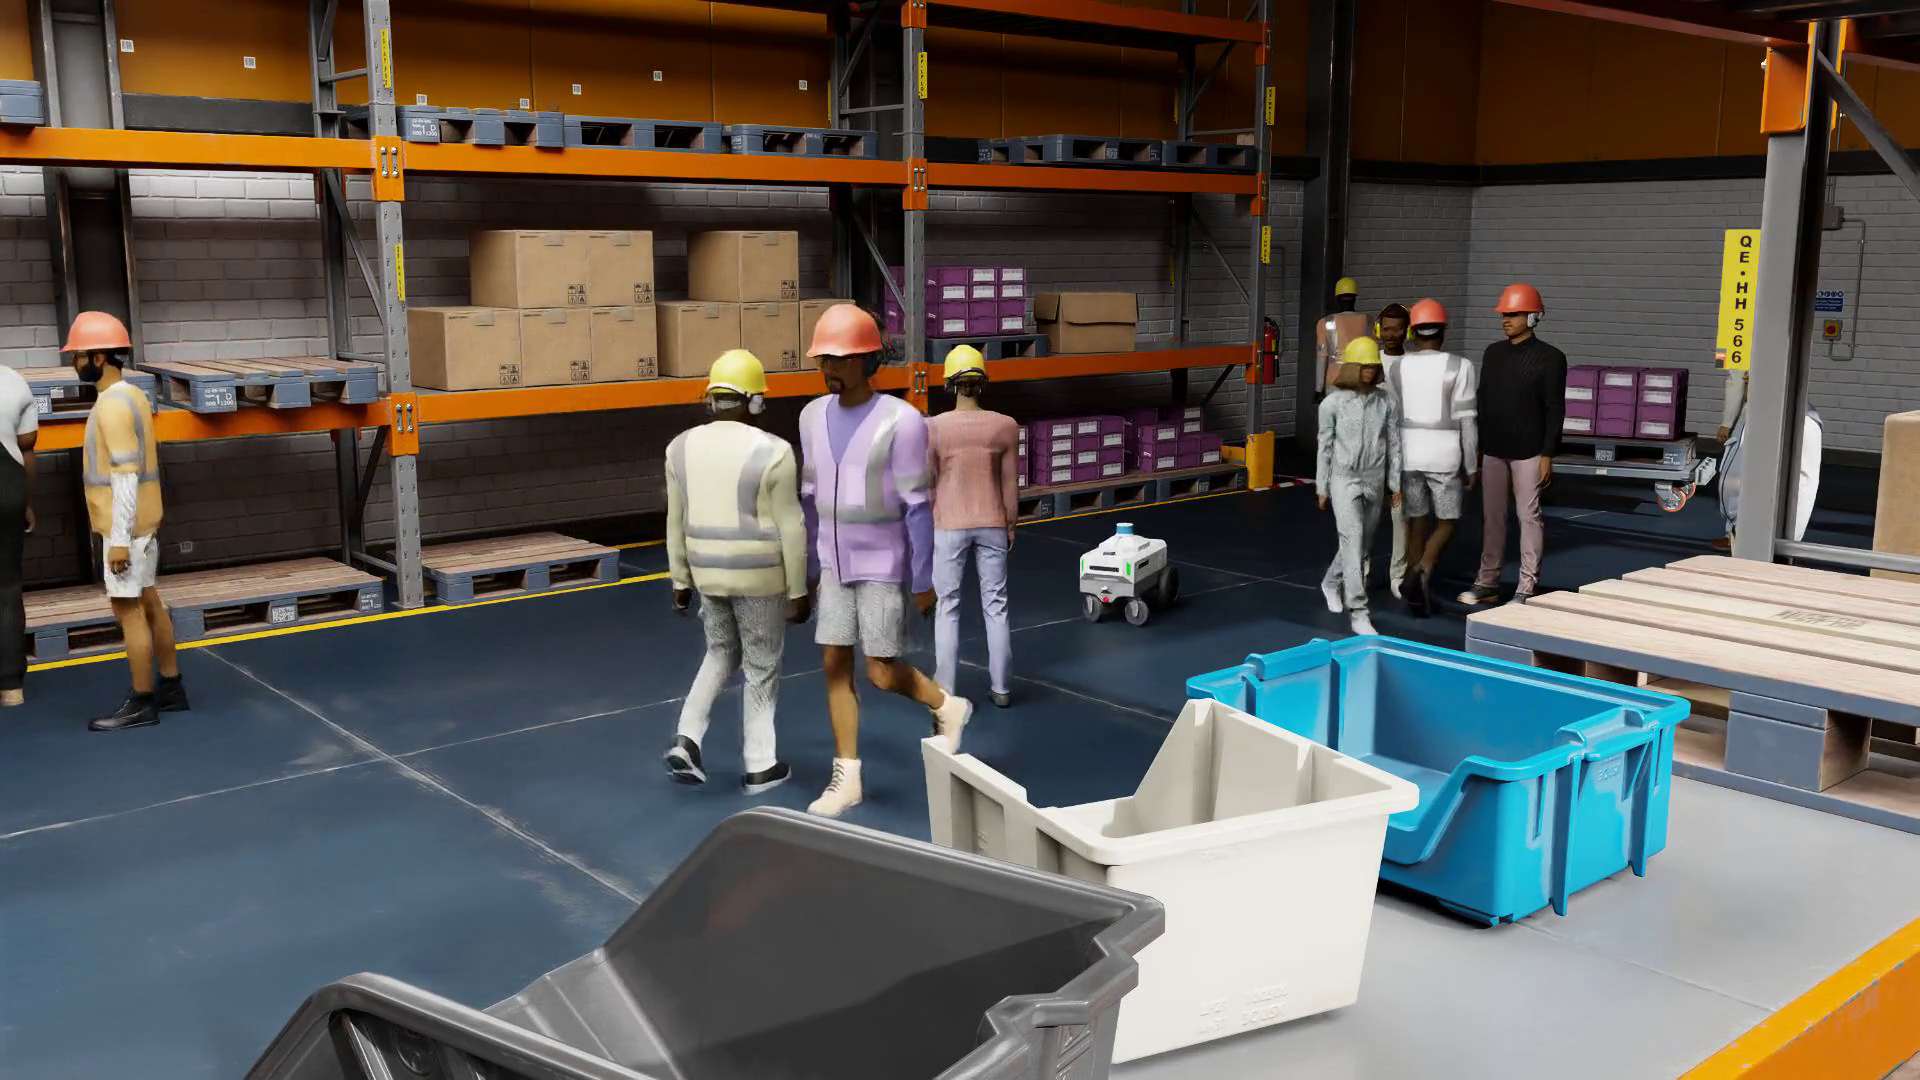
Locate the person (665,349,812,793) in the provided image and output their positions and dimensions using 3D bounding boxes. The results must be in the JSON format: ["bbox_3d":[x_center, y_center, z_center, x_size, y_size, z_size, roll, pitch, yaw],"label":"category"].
[{"bbox_3d":[-0.898,0.147,6.684,0.606,1.816,0.476,5,11,28],"label":"person"}]

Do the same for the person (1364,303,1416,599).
[{"bbox_3d":[2.707,-0.554,10.487,0.530,1.864,0.313,2,10,11],"label":"person"}]

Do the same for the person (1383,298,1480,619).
[{"bbox_3d":[2.736,-0.457,9.780,0.593,1.919,0.625,7,12,35],"label":"person"}]

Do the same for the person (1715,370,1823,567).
[{"bbox_3d":[3.792,-0.071,7.870,0.404,1.829,0.600,0,10,1],"label":"person"}]

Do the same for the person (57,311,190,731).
[{"bbox_3d":[-3.887,-0.086,7.680,0.376,1.935,0.552,-3,11,-18],"label":"person"}]

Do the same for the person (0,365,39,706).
[{"bbox_3d":[-4.745,-0.177,7.880,0.535,2.000,0.694,8,13,38],"label":"person"}]

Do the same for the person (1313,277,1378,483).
[{"bbox_3d":[3.535,-1.445,15.310,0.589,1.924,0.384,-1,10,-8],"label":"person"}]

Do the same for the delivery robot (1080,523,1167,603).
[{"bbox_3d":[0.987,0.141,10.000,0.477,0.478,0.707,5,11,25],"label":"delivery robot"}]

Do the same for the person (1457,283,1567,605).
[{"bbox_3d":[3.364,-0.555,10.124,0.379,1.996,0.608,-7,12,-34],"label":"person"}]

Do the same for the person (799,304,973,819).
[{"bbox_3d":[-0.307,0.072,6.577,0.621,2.022,0.742,8,13,37],"label":"person"}]

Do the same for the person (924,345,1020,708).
[{"bbox_3d":[0.028,-0.054,7.994,0.523,1.759,0.351,-3,10,-15],"label":"person"}]

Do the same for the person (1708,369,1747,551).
[{"bbox_3d":[5.756,-0.872,12.060,0.632,1.940,0.372,-5,11,-25],"label":"person"}]

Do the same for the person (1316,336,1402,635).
[{"bbox_3d":[2.304,-0.342,9.744,0.496,1.716,0.839,-3,11,-16],"label":"person"}]
